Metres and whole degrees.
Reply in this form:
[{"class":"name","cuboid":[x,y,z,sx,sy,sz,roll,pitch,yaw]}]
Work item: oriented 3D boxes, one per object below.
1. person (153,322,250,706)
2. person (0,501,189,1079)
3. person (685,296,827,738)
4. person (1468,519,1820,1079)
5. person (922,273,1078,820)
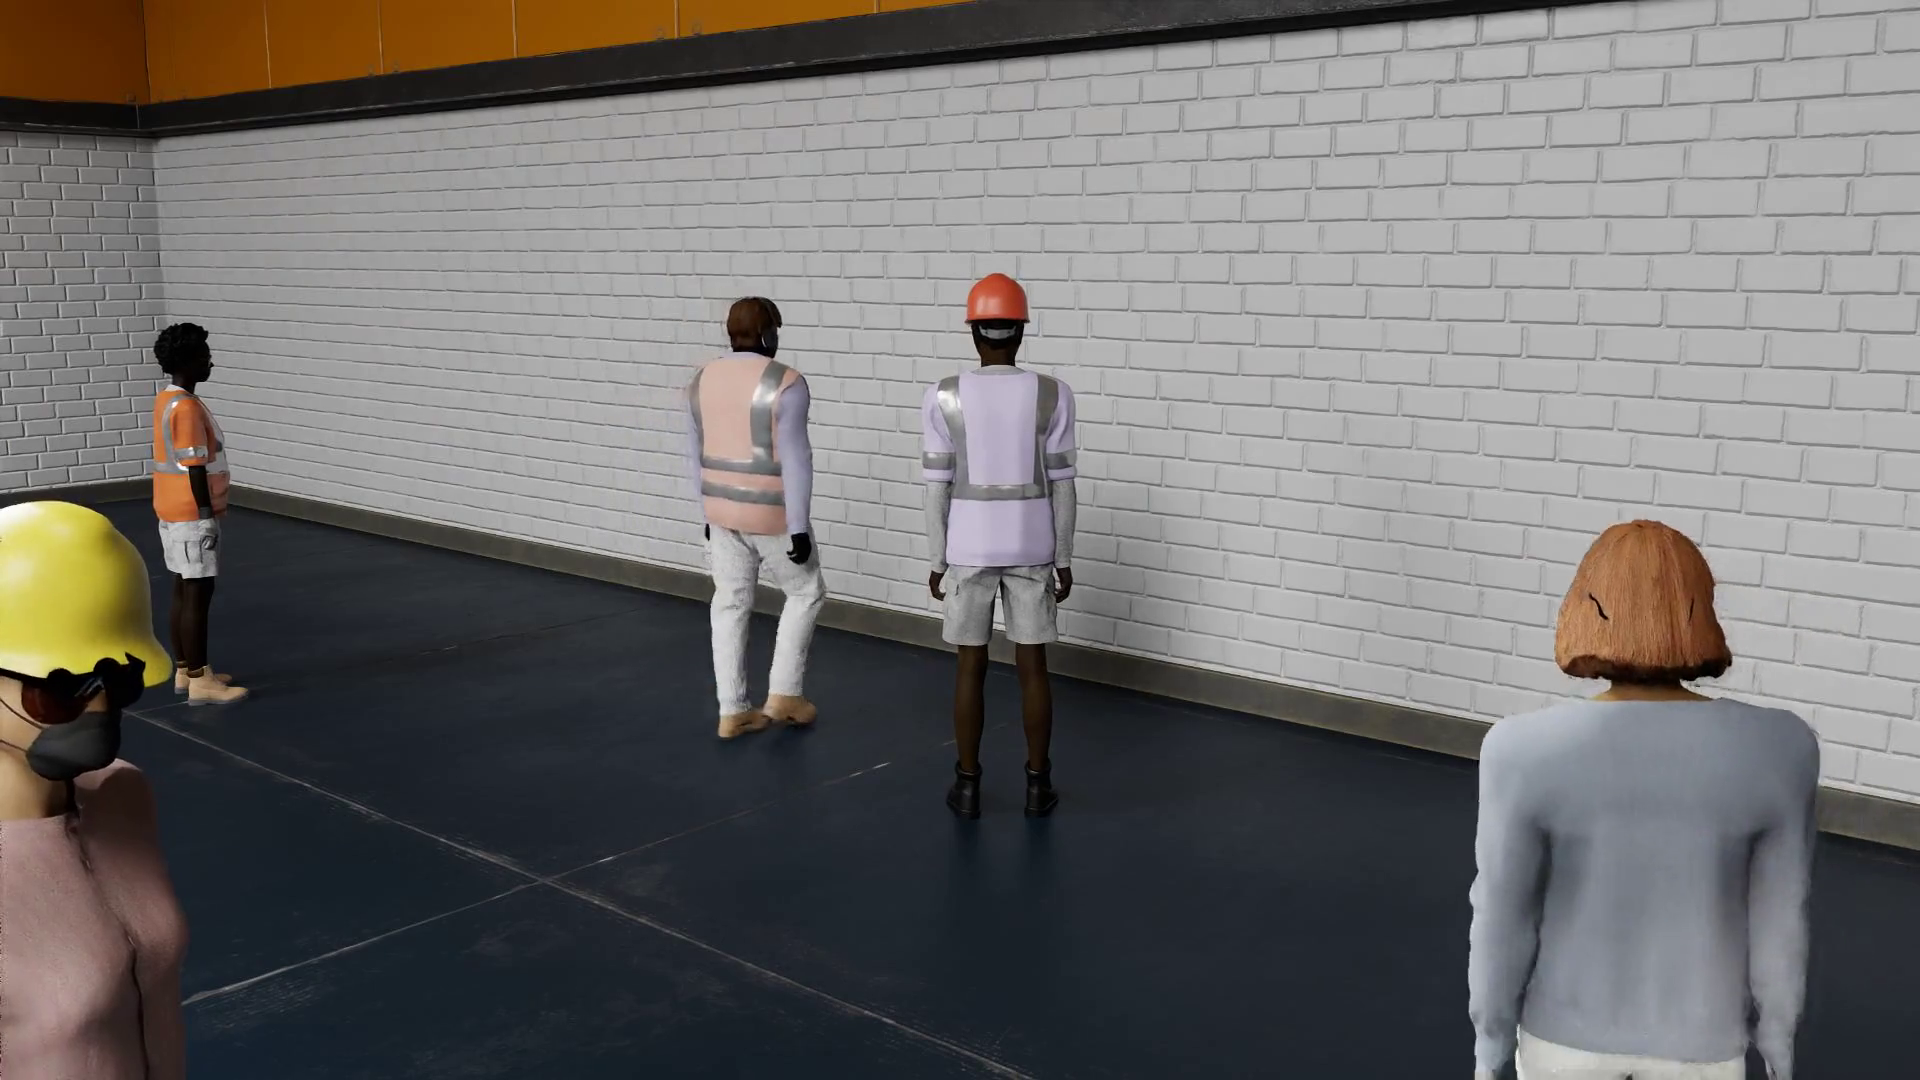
[{"class":"person","cuboid":[-3.413,-0.116,7.419,0.315,1.695,0.541,-7,12,-34]},{"class":"person","cuboid":[-0.988,0.829,1.863,0.327,1.761,0.522,0,10,2]},{"class":"person","cuboid":[-0.827,-0.096,6.937,0.651,1.823,0.575,6,12,32]},{"class":"person","cuboid":[1.034,0.778,2.546,0.510,1.615,0.586,2,10,13]},{"class":"person","cuboid":[0.139,0.034,5.887,0.544,1.936,0.359,0,10,-1]}]
